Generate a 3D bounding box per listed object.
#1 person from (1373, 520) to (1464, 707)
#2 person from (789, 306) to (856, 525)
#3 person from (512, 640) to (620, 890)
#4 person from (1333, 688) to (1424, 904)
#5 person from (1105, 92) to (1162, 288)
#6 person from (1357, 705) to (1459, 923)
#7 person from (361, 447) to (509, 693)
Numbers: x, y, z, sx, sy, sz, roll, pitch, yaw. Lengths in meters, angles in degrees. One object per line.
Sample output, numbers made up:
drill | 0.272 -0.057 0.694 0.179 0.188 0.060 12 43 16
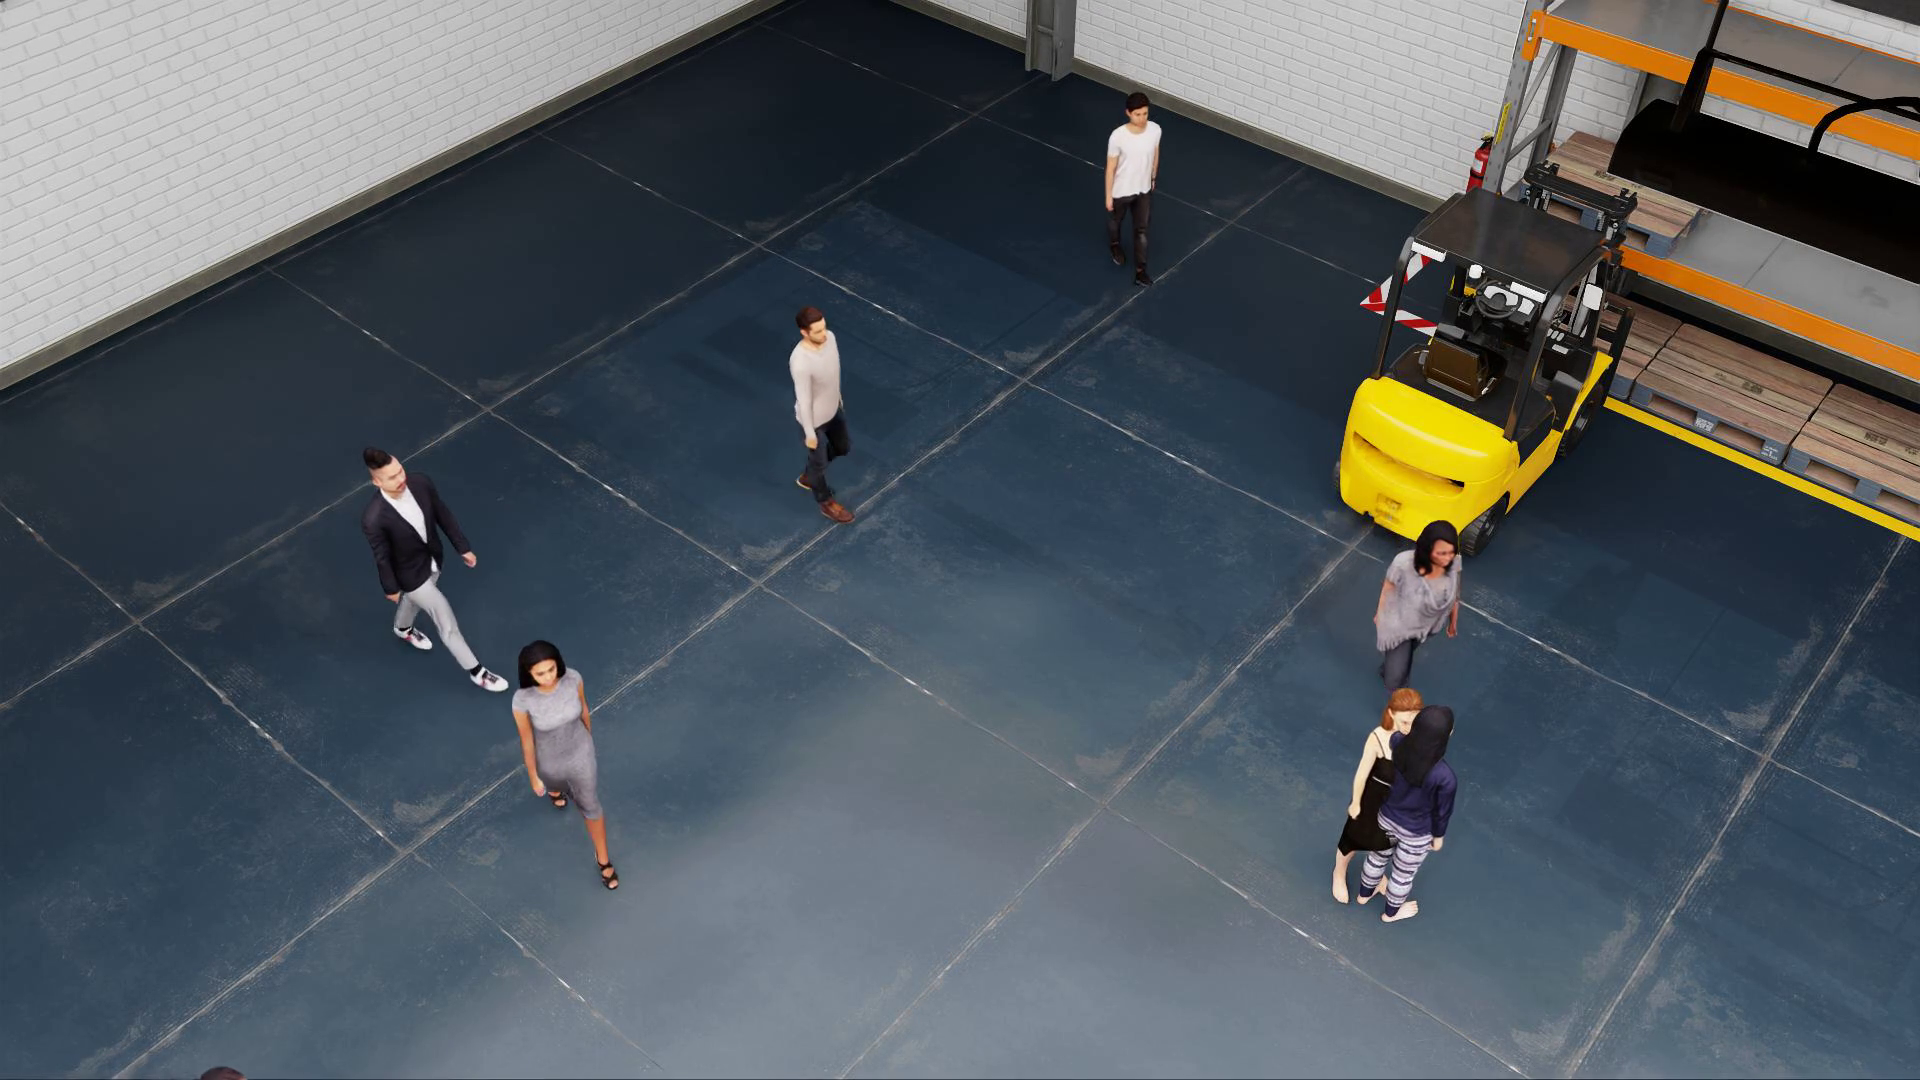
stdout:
person | 2.804 0.413 10.396 0.887 1.584 0.988 -12 45 -12
person | -1.040 -0.899 11.576 0.821 1.857 0.771 18 47 18
person | -2.314 1.183 9.472 0.841 1.743 1.179 -23 48 -22
person | 2.373 1.418 9.312 0.675 1.625 0.727 -8 44 -8
person | 1.403 -3.006 13.912 1.025 1.686 1.152 -10 45 -10
person | 2.464 1.503 9.143 0.710 1.734 0.529 -28 50 -26
person | -3.488 0.107 10.487 1.309 1.901 0.910 20 47 19
